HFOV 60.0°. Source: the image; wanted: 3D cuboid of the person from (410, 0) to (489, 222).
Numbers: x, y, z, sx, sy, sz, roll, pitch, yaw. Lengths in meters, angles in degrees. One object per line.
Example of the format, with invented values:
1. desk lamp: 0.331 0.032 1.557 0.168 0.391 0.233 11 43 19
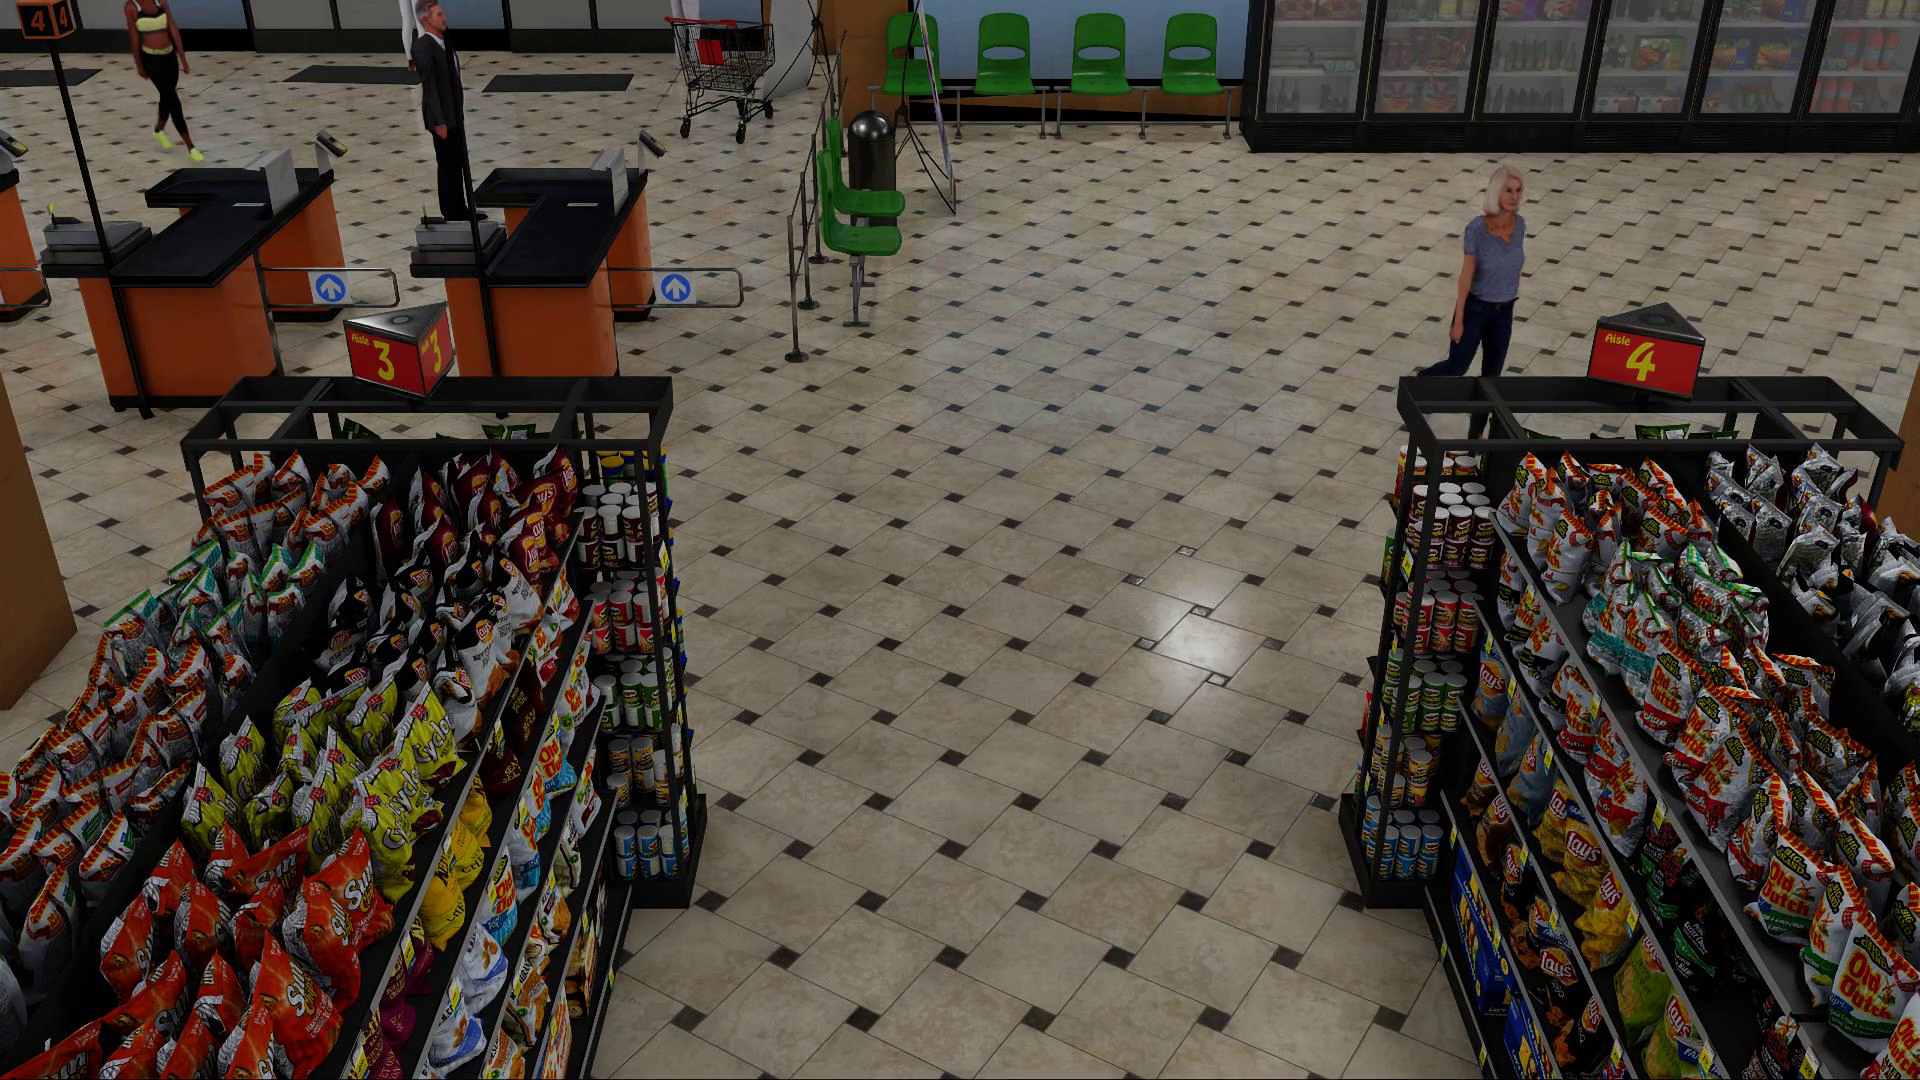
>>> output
1. person: -4.154 -3.437 13.422 0.760 1.842 0.523 -1 29 -1

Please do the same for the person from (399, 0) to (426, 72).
1. person: -6.037 -6.029 18.290 0.677 1.725 0.678 15 32 25

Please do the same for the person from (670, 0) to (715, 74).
1. person: -3.057 -6.129 18.308 0.742 1.884 0.793 23 36 36

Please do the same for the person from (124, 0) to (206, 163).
1. person: -7.365 -4.358 15.243 1.105 1.712 1.122 21 35 33

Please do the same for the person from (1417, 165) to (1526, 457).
1. person: 3.025 -1.363 9.771 0.788 1.699 1.064 -9 30 -17
